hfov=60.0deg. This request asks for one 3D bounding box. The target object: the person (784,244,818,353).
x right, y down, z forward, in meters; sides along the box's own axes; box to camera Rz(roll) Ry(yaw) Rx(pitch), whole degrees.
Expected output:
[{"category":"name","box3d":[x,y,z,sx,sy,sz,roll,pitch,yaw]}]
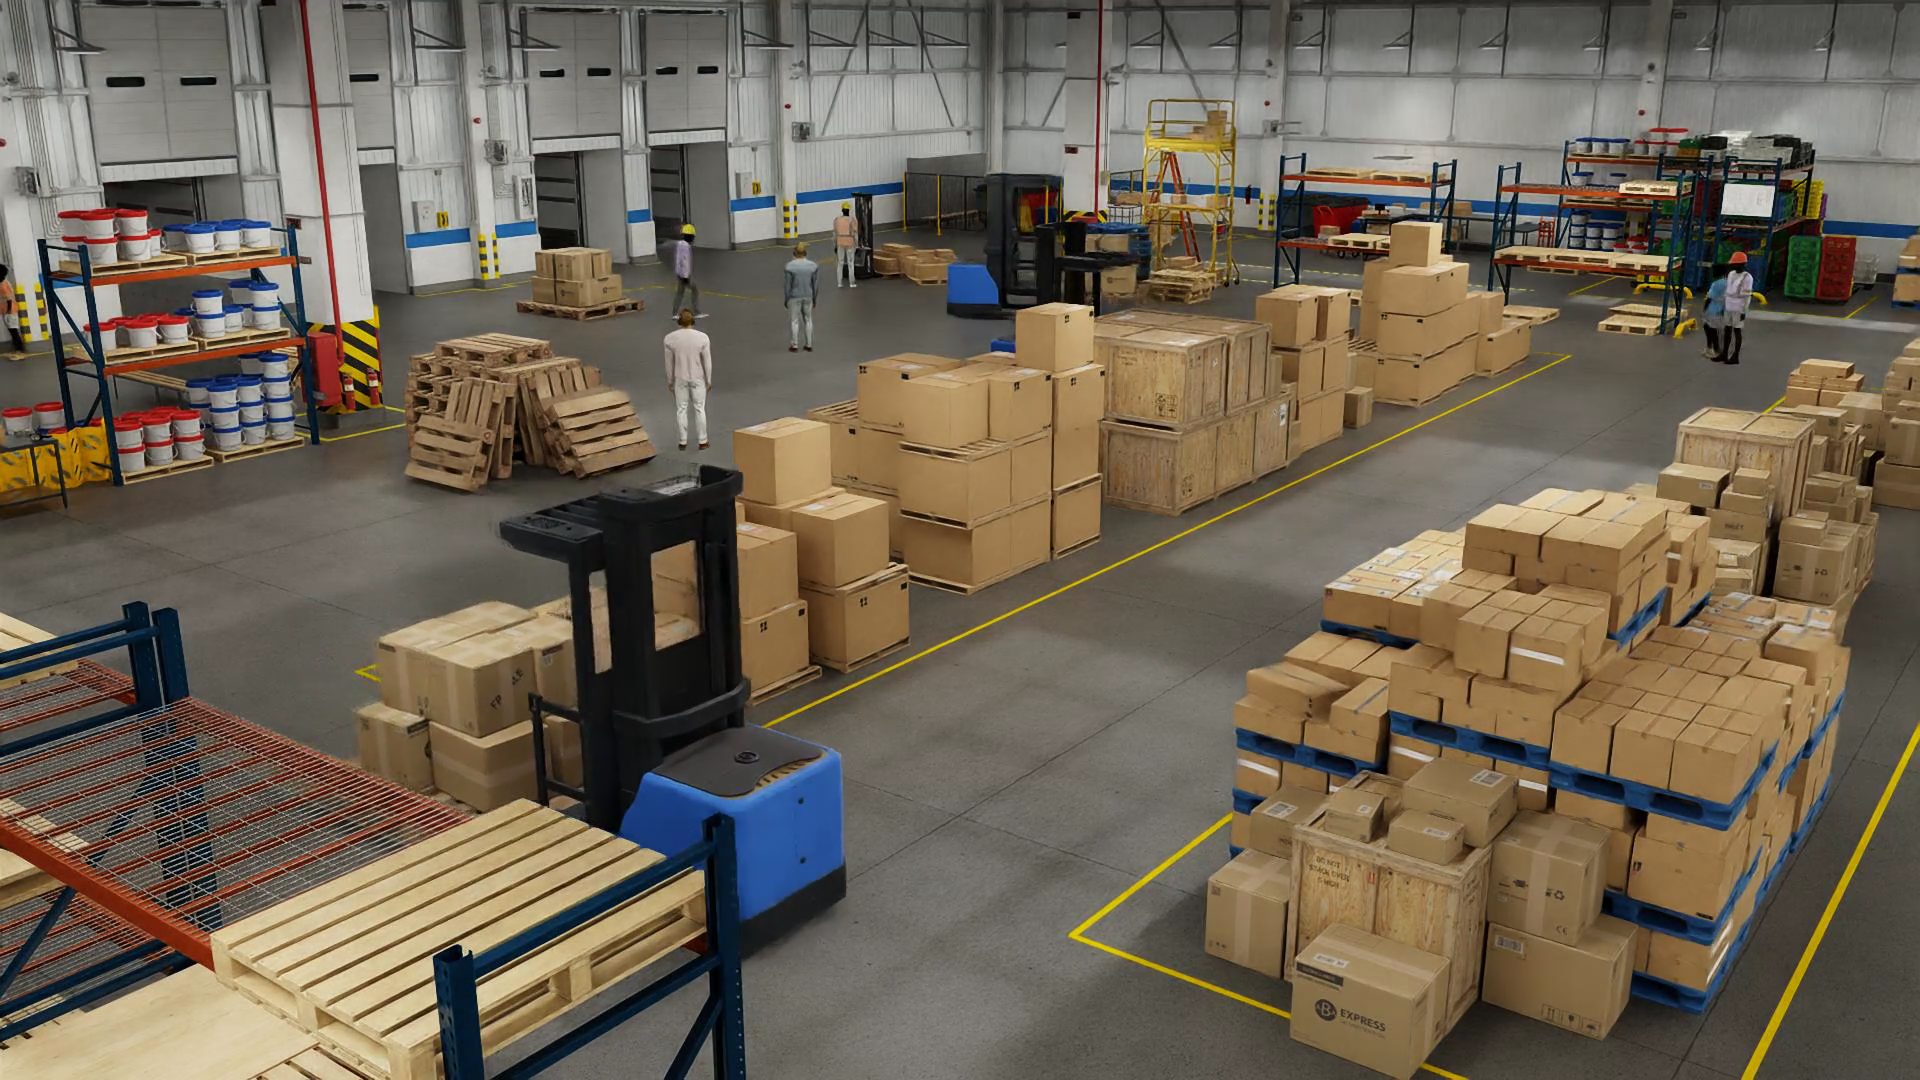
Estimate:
[{"category":"person","box3d":[-2.829,-4.310,29.678,0.636,1.928,0.380,-8,19,-25]}]

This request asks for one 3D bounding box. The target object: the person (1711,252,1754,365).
[{"category":"person","box3d":[13.303,-3.985,28.583,0.376,1.933,0.545,-5,17,-15]}]

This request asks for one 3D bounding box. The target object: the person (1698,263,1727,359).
[{"category":"person","box3d":[13.148,-4.006,29.096,0.553,1.674,0.534,14,22,38]}]

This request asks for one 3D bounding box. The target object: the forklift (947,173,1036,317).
[{"category":"forklift","box3d":[0.724,-5.918,33.369,1.873,2.768,1.129,3,17,8]}]

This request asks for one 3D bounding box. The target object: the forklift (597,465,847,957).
[{"category":"forklift","box3d":[-1.755,0.970,10.562,1.873,2.768,1.129,12,21,35]}]

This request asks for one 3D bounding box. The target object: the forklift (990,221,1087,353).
[{"category":"forklift","box3d":[1.461,-3.273,24.613,1.873,2.768,1.129,12,21,35]}]

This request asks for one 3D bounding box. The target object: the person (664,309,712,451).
[{"category":"person","box3d":[-3.674,-2.171,22.568,0.629,1.940,0.372,-1,17,-3]}]

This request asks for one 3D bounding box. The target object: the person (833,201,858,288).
[{"category":"person","box3d":[-2.562,-6.637,37.398,0.585,1.918,0.410,4,17,12]}]

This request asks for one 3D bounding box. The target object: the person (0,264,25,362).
[{"category":"person","box3d":[-16.537,-3.954,28.880,0.318,1.695,0.540,-11,20,-33]}]

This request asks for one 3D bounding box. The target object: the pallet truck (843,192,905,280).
[{"category":"pallet truck","box3d":[-1.936,-7.159,38.982,1.885,1.965,0.823,-12,21,-34]}]

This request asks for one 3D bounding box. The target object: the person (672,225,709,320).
[{"category":"person","box3d":[-5.381,-5.315,33.056,0.845,1.879,0.731,-7,18,-21]}]
